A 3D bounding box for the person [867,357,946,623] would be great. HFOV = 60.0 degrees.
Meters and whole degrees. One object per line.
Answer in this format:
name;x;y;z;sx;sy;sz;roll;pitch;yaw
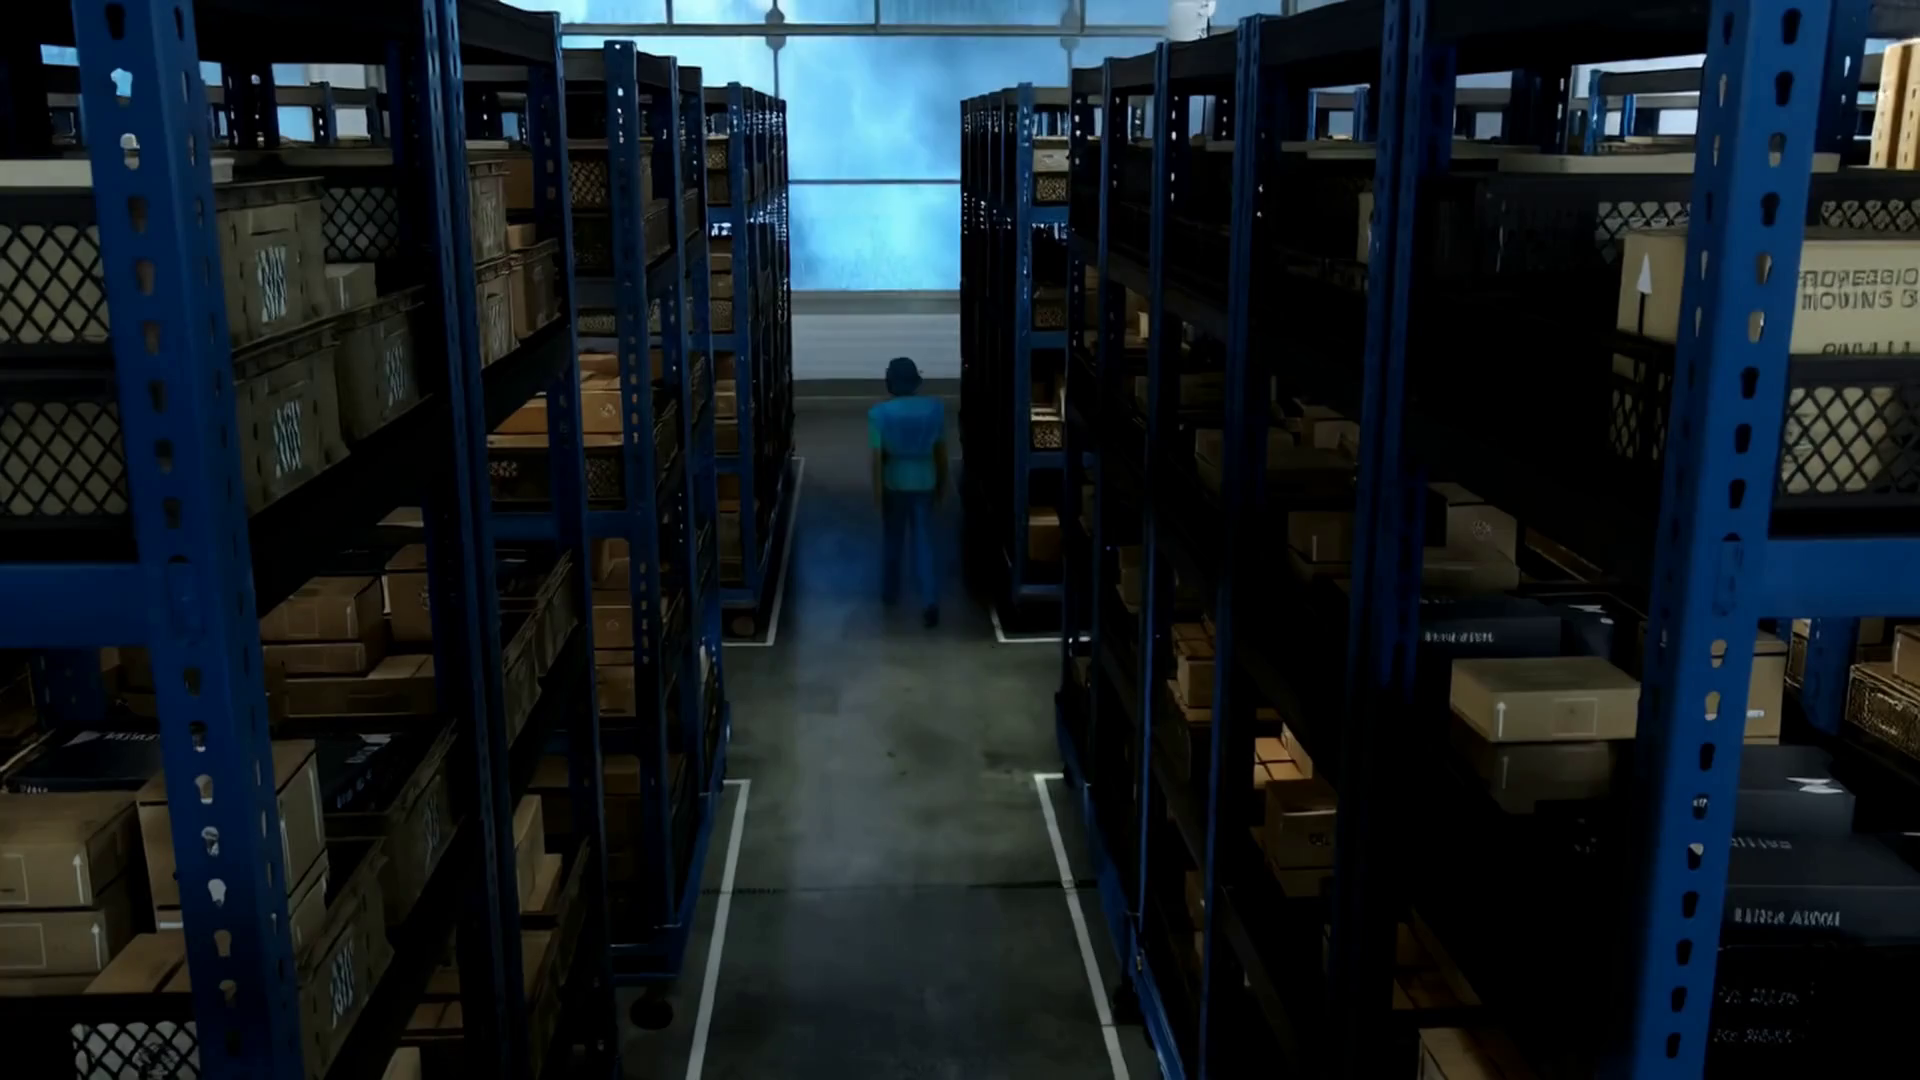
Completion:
person;-0.350;-0.352;11.457;0.560;1.811;0.949;-3;14;-12
